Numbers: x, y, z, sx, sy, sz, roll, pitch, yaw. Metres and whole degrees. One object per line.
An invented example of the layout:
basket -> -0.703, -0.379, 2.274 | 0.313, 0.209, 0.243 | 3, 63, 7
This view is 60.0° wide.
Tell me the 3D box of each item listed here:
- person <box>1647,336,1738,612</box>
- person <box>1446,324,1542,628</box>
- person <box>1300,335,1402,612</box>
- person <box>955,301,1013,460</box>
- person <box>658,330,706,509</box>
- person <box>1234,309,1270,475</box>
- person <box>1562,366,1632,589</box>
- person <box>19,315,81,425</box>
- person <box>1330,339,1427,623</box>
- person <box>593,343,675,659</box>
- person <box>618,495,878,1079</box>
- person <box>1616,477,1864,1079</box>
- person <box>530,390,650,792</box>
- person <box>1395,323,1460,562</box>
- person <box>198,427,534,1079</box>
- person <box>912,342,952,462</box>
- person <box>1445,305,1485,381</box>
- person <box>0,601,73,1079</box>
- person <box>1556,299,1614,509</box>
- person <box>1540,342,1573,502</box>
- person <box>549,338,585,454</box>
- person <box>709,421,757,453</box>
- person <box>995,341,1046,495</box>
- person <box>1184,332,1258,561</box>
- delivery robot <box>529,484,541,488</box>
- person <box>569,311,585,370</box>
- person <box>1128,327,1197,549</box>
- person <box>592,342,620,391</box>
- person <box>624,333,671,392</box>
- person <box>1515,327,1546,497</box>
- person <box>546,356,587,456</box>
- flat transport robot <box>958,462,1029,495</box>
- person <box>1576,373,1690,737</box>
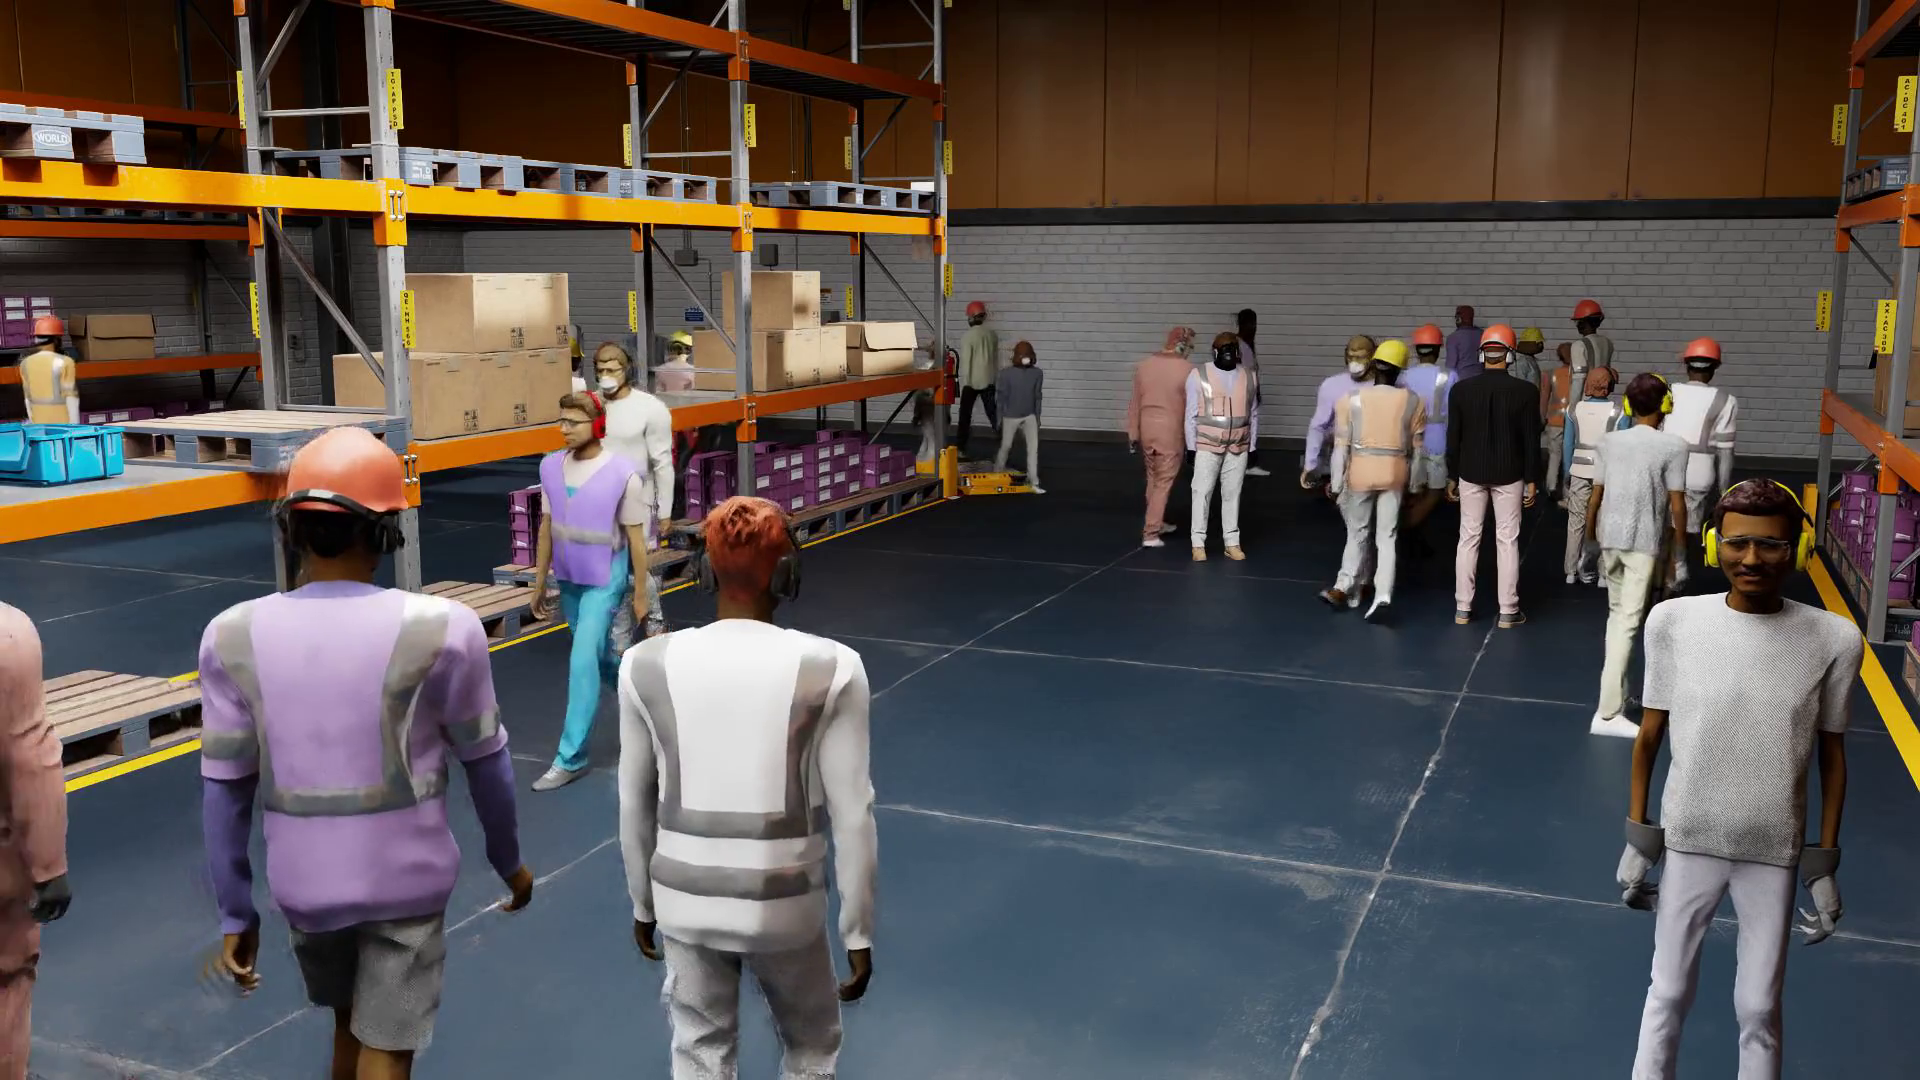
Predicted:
person -> 4.813, -0.391, 11.015 | 0.586, 1.902, 0.620 | 7, 12, 37
person -> 3.498, -0.416, 10.924 | 0.608, 1.988, 0.387 | 5, 11, 29
person -> 2.680, -0.458, 11.465 | 0.649, 1.885, 1.006 | 8, 13, 41
person -> 0.273, -1.941, 20.304 | 0.642, 1.951, 1.022 | -8, 12, -40
person -> -2.726, -1.158, 16.166 | 0.542, 1.740, 0.578 | 4, 10, 23
person -> 3.136, -1.678, 18.876 | 0.781, 1.889, 0.604 | 4, 10, 25
person -> 4.670, -0.455, 12.213 | 0.514, 1.641, 0.307 | 9, 13, 42
person -> -8.032, -1.034, 14.849 | 0.569, 1.924, 0.496 | 2, 10, 10
person -> 2.804, -0.401, 11.172 | 0.608, 1.887, 0.885 | 2, 10, 11
person -> -1.990, -0.181, 9.693 | 0.640, 1.925, 0.431 | 3, 10, 18
person -> -0.478, 0.833, 3.698 | 0.598, 1.864, 0.440 | 0, 9, 2
person -> 1.892, 0.773, 4.089 | 0.510, 1.868, 0.328 | 4, 10, 23
person -> -1.693, 0.192, 7.790 | 0.579, 1.816, 0.914 | 6, 11, 32
person -> 3.663, -0.756, 13.201 | 0.560, 1.919, 0.699 | 8, 12, 41
person -> -1.324, 0.742, 3.831 | 0.614, 2.006, 0.888 | 1, 9, 3
person -> -0.347, -1.349, 17.806 | 0.607, 1.591, 0.521 | 7, 11, 35
person -> 5.931, -1.811, 19.626 | 0.636, 1.908, 0.404 | -4, 10, -25
person -> -2.511, 0.753, 4.108 | 0.670, 1.893, 0.489 | 2, 10, 12
person -> 6.062, -1.309, 16.168 | 0.615, 2.040, 0.382 | -8, 12, -39
person -> 6.007, -1.142, 16.427 | 0.539, 1.621, 0.367 | 5, 11, 27
person -> -3.281, -0.812, 13.990 | 0.523, 1.769, 0.320 | 8, 12, 39
person -> -2.499, -1.544, 18.801 | 0.855, 1.633, 0.512 | -8, 12, -39
person -> 0.592, -1.292, 17.435 | 0.532, 1.591, 0.769 | -4, 10, -22
person -> 2.107, -0.746, 13.365 | 0.619, 1.845, 0.430 | -2, 10, -10
delivery robot -> -3.536, -0.417, 14.978 | 0.477, 0.478, 0.707 | 5, 11, 30
person -> -5.282, -2.230, 22.230 | 0.356, 1.884, 0.572 | 9, 13, 44
person -> 1.804, -0.866, 14.062 | 0.809, 1.859, 0.668 | -9, 13, -44
person -> -3.412, -1.106, 16.172 | 0.278, 1.633, 0.498 | -2, 10, -14
person -> -3.975, -2.020, 21.239 | 0.600, 1.792, 0.683 | -2, 9, -9
person -> 5.866, -1.325, 17.172 | 0.295, 1.743, 0.493 | 5, 11, 29
person -> -3.903, -1.210, 16.052 | 0.650, 1.884, 0.575 | 3, 10, 17
flat transport robot -> 0.184, -0.668, 17.641 | 0.652, 0.197, 1.431 | -3, 10, -18
person -> 3.461, 0.071, 8.516 | 0.678, 1.823, 0.554 | -6, 11, -34
